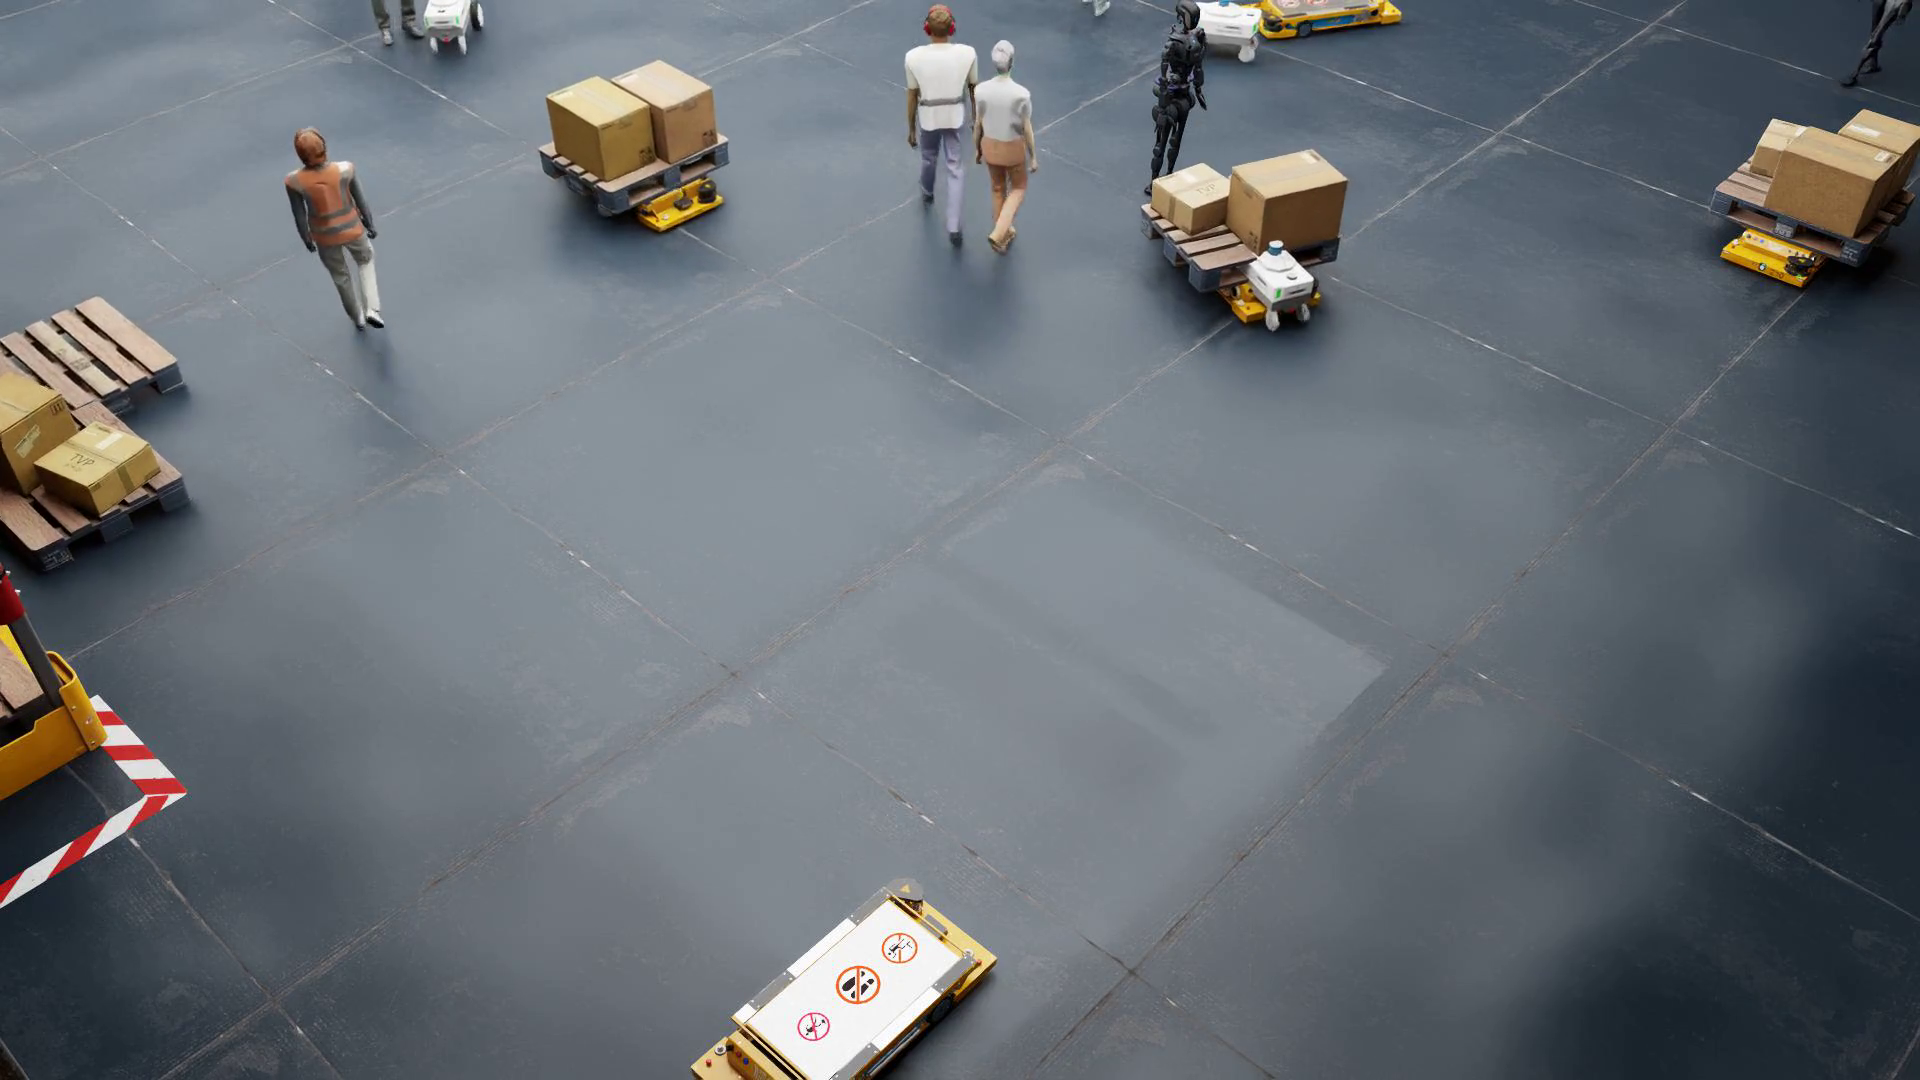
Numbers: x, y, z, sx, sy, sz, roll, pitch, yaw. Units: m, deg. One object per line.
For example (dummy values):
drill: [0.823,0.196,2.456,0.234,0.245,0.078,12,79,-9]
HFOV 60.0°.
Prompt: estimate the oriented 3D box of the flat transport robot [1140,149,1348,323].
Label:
flat transport robot: [2.159,-2.200,12.971,0.659,0.231,1.431,-16,44,-17]

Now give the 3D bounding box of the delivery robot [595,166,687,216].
delivery robot: [-2.631,-2.990,13.646,0.805,0.609,0.499,-10,43,-11]

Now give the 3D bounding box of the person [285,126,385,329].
person: [-4.466,-2.193,11.941,0.528,1.624,0.424,-13,44,-14]

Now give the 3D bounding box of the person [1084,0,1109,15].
person: [1.408,-5.945,16.041,0.488,1.729,0.403,18,45,19]

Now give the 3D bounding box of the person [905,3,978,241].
person: [-0.136,-3.314,13.076,0.587,1.787,0.986,-4,42,-4]

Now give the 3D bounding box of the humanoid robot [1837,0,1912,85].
humanoid robot: [8.341,-4.932,14.967,0.656,1.635,0.598,-12,43,-13]

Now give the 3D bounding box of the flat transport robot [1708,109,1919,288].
flat transport robot: [6.719,-2.492,13.295,0.659,0.231,1.431,32,51,30]

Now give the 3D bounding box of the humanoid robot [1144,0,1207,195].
humanoid robot: [1.760,-3.563,13.423,0.315,1.657,0.599,32,51,30]

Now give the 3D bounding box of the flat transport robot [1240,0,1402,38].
flat transport robot: [3.544,-5.216,16.323,1.431,0.231,0.659,-11,43,-12]

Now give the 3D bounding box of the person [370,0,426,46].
person: [-5.401,-5.518,15.508,0.466,1.818,0.598,30,50,29]

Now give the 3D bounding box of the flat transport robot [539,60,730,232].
flat transport robot: [-2.685,-3.016,13.878,0.659,0.231,1.431,-34,52,-32]

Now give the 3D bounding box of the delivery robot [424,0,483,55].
delivery robot: [-4.883,-5.024,15.910,0.499,0.614,0.804,-3,42,-4]

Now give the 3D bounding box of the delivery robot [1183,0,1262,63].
delivery robot: [2.459,-4.843,15.685,0.774,0.581,0.499,10,43,11]

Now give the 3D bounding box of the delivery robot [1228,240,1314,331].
delivery robot: [2.333,-1.981,12.528,0.499,0.614,0.818,-16,44,-17]

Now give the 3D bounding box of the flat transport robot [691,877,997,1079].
flat transport robot: [-0.540,2.262,8.012,0.659,0.231,1.431,32,51,30]

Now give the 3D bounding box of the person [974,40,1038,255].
person: [0.327,-2.957,12.718,0.508,1.728,0.508,16,44,17]
